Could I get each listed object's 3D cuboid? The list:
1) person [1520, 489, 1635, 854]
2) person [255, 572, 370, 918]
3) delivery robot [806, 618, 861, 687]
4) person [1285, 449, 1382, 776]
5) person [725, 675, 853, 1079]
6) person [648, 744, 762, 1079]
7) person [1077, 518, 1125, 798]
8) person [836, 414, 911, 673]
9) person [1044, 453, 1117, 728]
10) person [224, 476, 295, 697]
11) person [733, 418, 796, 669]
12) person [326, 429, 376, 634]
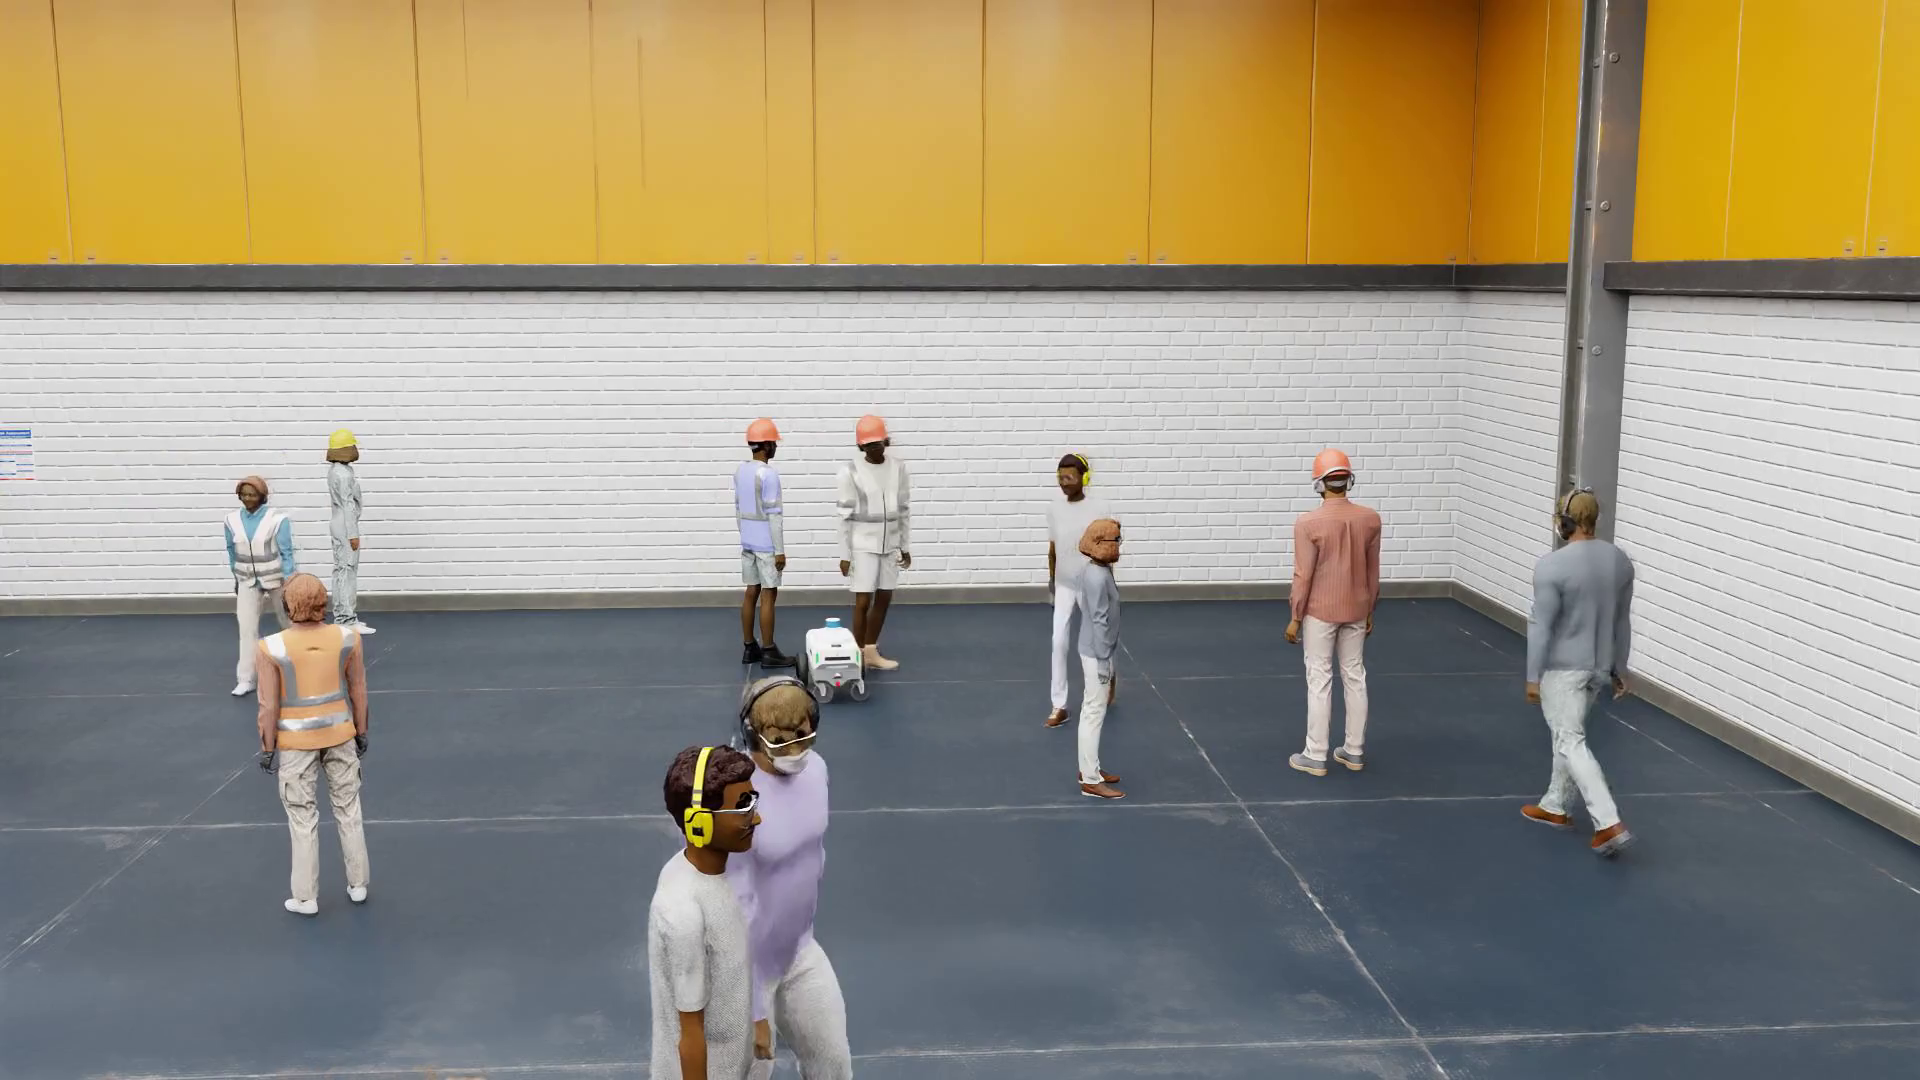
[{"bbox_3d":[3.318,0.694,8.811,0.641,1.917,0.857,-4,10,-25],"label":"person"},{"bbox_3d":[-3.062,0.967,7.904,0.523,1.638,0.310,-8,12,-40],"label":"person"},{"bbox_3d":[-0.916,0.808,12.001,0.477,0.478,0.707,-2,9,-10],"label":"delivery robot"},{"bbox_3d":[2.263,0.440,10.131,0.610,1.985,0.392,-3,10,-20],"label":"person"},{"bbox_3d":[-0.652,1.296,5.087,0.784,1.885,0.642,5,10,27],"label":"person"},{"bbox_3d":[-0.625,1.430,4.273,0.316,1.870,0.531,-1,9,-6],"label":"person"},{"bbox_3d":[0.827,0.679,9.730,0.279,1.633,0.500,0,9,2],"label":"person"},{"bbox_3d":[-0.642,0.044,12.565,0.631,2.008,0.490,-6,11,-31],"label":"person"},{"bbox_3d":[0.838,0.312,11.406,0.533,1.841,0.867,4,10,24],"label":"person"},{"bbox_3d":[-5.122,0.300,12.258,0.524,1.582,0.914,0,9,2],"label":"person"},{"bbox_3d":[-1.517,0.024,12.878,0.358,1.941,0.543,-7,12,-39],"label":"person"},{"bbox_3d":[-5.186,-0.072,14.095,0.285,1.746,0.491,-6,11,-32],"label":"person"}]
